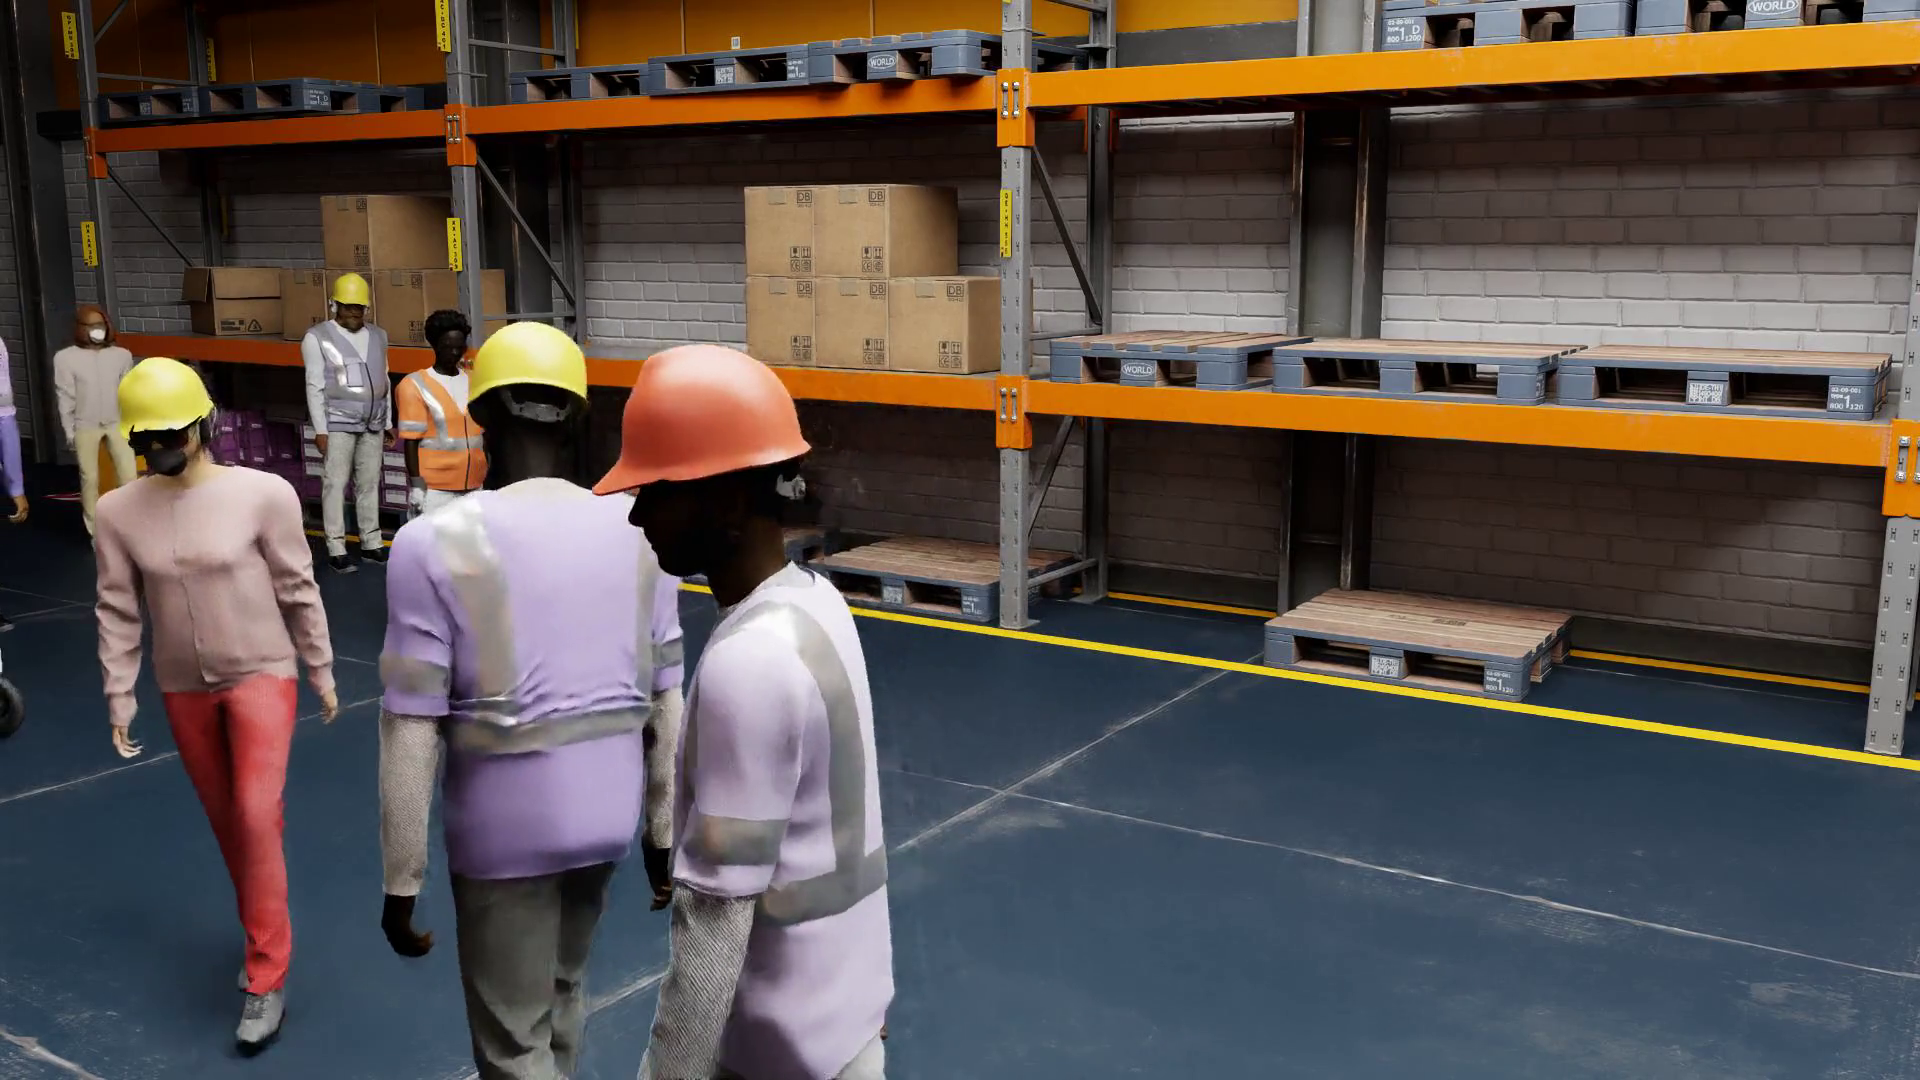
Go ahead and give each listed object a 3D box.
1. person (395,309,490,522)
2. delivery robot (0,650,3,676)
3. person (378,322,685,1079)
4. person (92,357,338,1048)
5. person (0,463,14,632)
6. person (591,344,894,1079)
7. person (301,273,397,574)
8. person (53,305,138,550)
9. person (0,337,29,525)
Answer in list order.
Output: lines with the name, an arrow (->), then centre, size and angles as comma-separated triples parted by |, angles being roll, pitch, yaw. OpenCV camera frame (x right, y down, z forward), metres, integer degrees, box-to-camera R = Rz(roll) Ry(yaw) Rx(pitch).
person -> -2.484, -0.272, 8.099 | 0.322, 1.692, 0.534 | 7, 12, 34
delivery robot -> -4.163, 0.540, 6.498 | 0.707, 0.478, 0.477 | 0, 10, -1
person -> -0.715, 0.550, 3.063 | 0.808, 1.875, 0.638 | 9, 14, 42
person -> -1.926, 0.401, 4.252 | 0.540, 1.730, 0.747 | 0, 10, -1
person -> -5.104, -0.396, 8.454 | 0.404, 1.827, 0.615 | 8, 13, 36
person -> -0.206, 0.660, 2.432 | 1.011, 1.897, 0.556 | -1, 10, -6
person -> -3.720, -0.719, 10.225 | 0.404, 1.822, 0.591 | 7, 12, 34
person -> -5.474, -0.687, 10.637 | 0.500, 1.605, 0.740 | -9, 14, -42
person -> -4.294, -0.241, 7.004 | 0.619, 2.031, 0.418 | -4, 11, -23
